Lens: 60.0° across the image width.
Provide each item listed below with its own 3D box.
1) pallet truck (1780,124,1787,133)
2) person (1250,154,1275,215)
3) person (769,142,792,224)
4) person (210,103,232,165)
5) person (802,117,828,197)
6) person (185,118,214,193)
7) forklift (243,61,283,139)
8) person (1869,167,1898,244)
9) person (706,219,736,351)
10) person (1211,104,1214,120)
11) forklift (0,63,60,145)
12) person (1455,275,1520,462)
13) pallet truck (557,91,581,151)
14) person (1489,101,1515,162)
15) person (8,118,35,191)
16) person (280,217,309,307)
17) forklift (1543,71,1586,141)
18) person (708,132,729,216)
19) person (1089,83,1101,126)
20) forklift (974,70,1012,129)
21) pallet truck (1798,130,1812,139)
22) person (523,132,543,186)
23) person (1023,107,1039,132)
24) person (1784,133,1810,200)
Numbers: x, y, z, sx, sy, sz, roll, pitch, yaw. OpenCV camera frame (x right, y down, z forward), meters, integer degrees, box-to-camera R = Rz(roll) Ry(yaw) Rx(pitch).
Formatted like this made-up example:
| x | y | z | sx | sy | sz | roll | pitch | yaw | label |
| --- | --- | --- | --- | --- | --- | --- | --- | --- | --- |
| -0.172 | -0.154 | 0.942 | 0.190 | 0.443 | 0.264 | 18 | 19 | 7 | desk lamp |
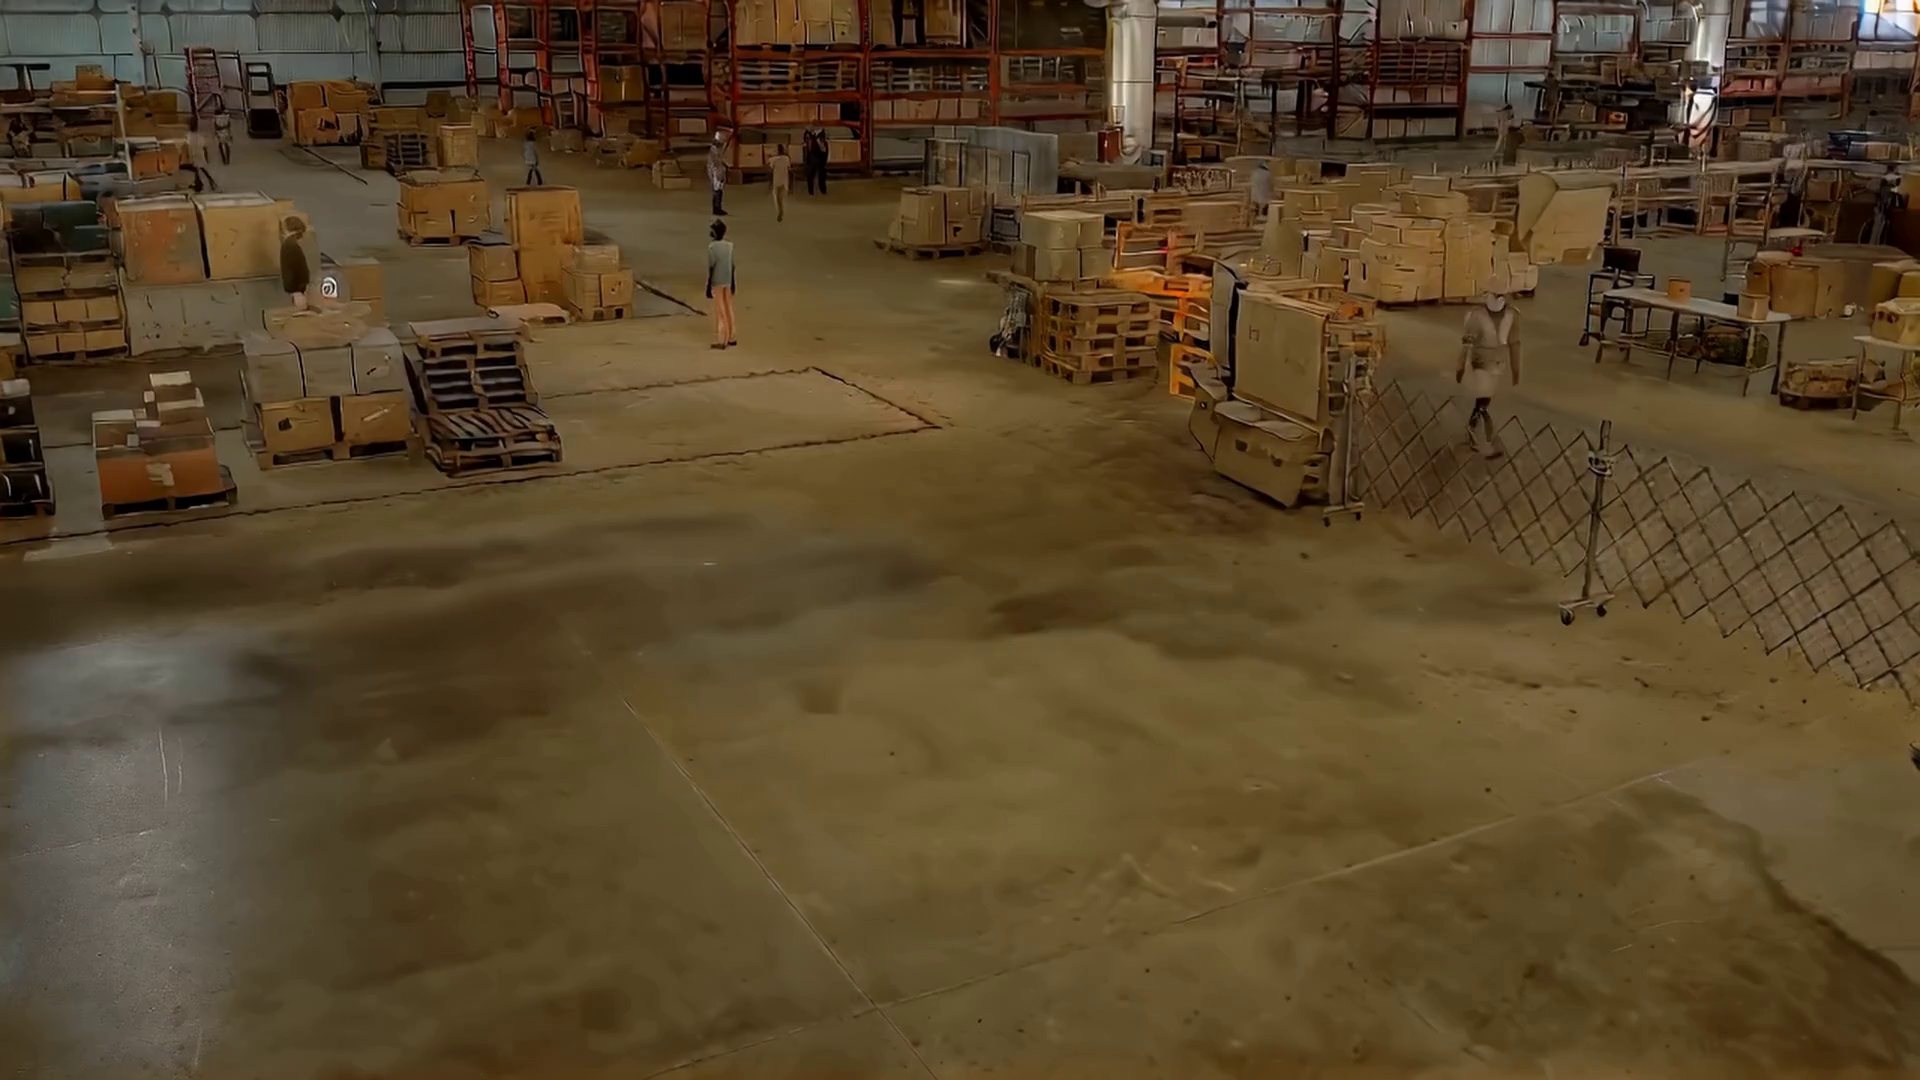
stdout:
| x | y | z | sx | sy | sz | roll | pitch | yaw | label |
| --- | --- | --- | --- | --- | --- | --- | --- | --- | --- |
| 25.206 | -12.542 | 52.601 | 1.601 | 1.201 | 0.680 | 0 | 18 | -2 | pallet truck |
| 6.344 | -7.133 | 34.776 | 0.425 | 1.817 | 0.611 | -10 | 20 | -29 | person |
| -4.049 | -8.067 | 37.646 | 0.522 | 1.852 | 0.642 | -5 | 18 | -15 | person |
| -23.111 | -12.713 | 52.049 | 0.553 | 1.906 | 0.479 | -5 | 18 | -14 | person |
| -3.740 | -9.925 | 43.128 | 0.682 | 2.000 | 0.538 | 1 | 18 | 2 | person |
| -20.268 | -10.242 | 44.260 | 0.613 | 1.948 | 0.522 | 3 | 18 | 9 | person |
| -26.183 | -16.517 | 62.328 | 1.129 | 2.768 | 1.873 | -9 | 20 | -26 | forklift |
| 18.201 | -6.462 | 32.784 | 0.329 | 1.764 | 0.524 | 9 | 20 | 25 | person |
| -3.431 | -3.655 | 23.857 | 0.328 | 1.872 | 0.512 | 14 | 23 | 37 | person |
| 8.589 | -14.057 | 56.712 | 0.519 | 1.592 | 0.802 | -1 | 18 | -4 | person |
| -33.500 | -15.620 | 59.532 | 1.873 | 2.768 | 1.129 | -9 | 20 | -26 | forklift |
| 5.792 | -1.876 | 18.111 | 0.634 | 1.987 | 1.060 | -3 | 18 | -9 | person |
| -13.495 | -14.412 | 57.188 | 0.823 | 1.965 | 1.885 | -3 | 18 | -9 | pallet truck |
| 17.356 | -13.031 | 53.050 | 0.990 | 1.900 | 0.632 | -10 | 20 | -28 | person |
| -25.123 | -10.306 | 44.514 | 0.590 | 1.918 | 0.386 | 6 | 19 | 17 | person |
| -9.215 | -3.491 | 23.158 | 0.388 | 1.987 | 0.608 | -5 | 19 | -17 | person |
| 18.685 | -13.231 | 52.085 | 1.873 | 2.768 | 1.129 | -9 | 20 | -26 | forklift |
| -5.703 | -8.630 | 39.252 | 0.348 | 1.942 | 0.548 | 6 | 19 | 17 | person |
| 5.635 | -18.197 | 69.128 | 0.641 | 1.913 | 0.407 | 8 | 20 | 25 | person |
| 1.271 | -13.654 | 53.401 | 1.873 | 2.768 | 1.129 | -9 | 20 | -26 | forklift |
| 25.526 | -11.556 | 49.408 | 1.630 | 1.274 | 0.653 | -9 | 20 | -26 | pallet truck |
| -11.034 | -9.742 | 43.150 | 0.545 | 1.661 | 0.785 | 10 | 20 | 27 | person |
| 2.264 | -13.089 | 53.546 | 0.538 | 1.695 | 0.320 | 7 | 19 | 20 | person |
| 21.288 | -9.494 | 42.360 | 0.549 | 1.679 | 0.566 | 16 | 24 | 41 | person |
